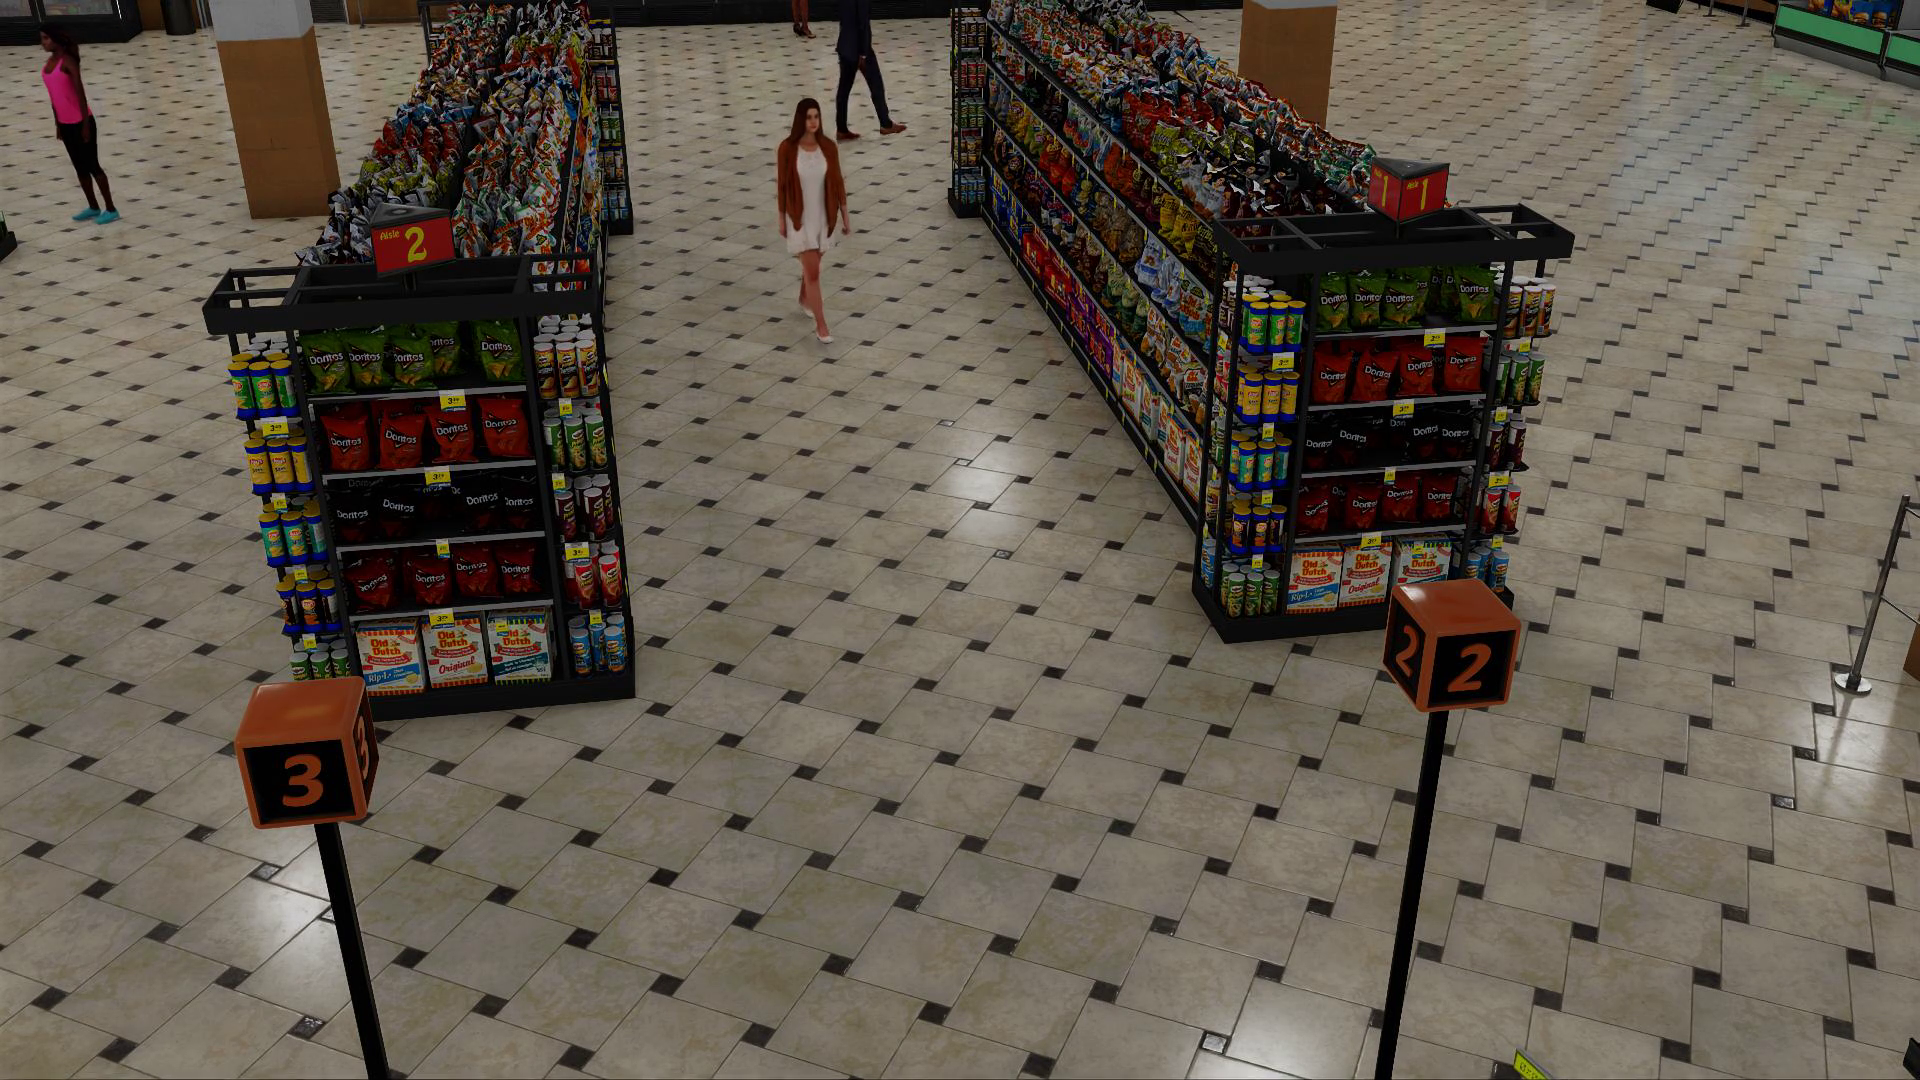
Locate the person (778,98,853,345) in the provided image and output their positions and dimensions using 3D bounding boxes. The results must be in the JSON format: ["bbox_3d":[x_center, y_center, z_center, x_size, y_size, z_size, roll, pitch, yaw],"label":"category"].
[{"bbox_3d":[-1.096,-2.319,11.966,0.809,1.675,1.179,-11,29,-20],"label":"person"}]

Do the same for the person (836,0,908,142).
[{"bbox_3d":[-1.137,-5.010,17.135,1.031,1.798,1.073,-20,33,-34],"label":"person"}]

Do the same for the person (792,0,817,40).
[{"bbox_3d":[-2.160,-7.727,22.498,0.716,1.793,0.604,-17,31,-30],"label":"person"}]

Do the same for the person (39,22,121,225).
[{"bbox_3d":[-7.696,-3.639,14.512,0.667,1.725,0.717,15,30,27],"label":"person"}]
